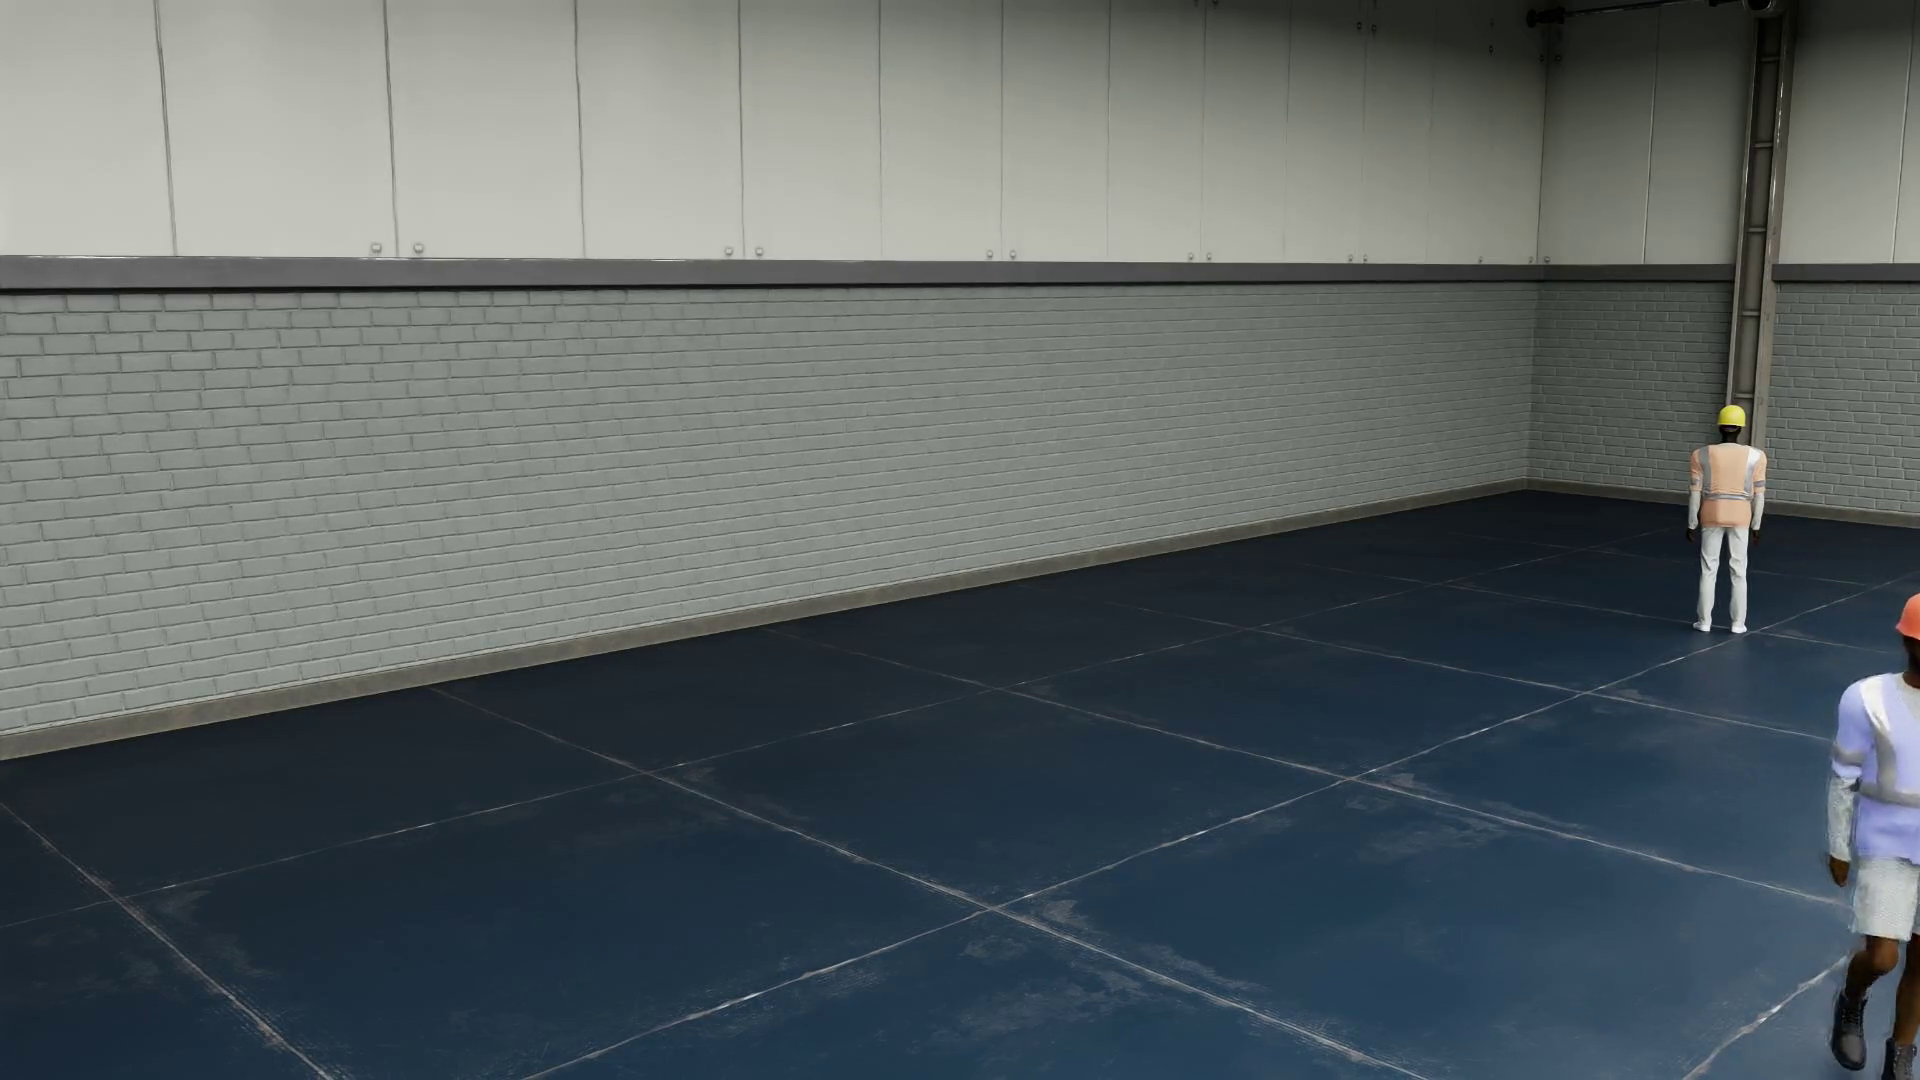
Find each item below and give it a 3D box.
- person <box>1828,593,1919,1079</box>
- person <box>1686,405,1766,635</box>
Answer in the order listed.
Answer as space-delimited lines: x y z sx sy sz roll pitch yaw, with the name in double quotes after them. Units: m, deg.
3.461 1.114 6.031 0.547 1.922 0.439 2 9 10 "person"
6.408 -0.166 13.946 0.586 1.928 0.380 4 10 21 "person"
